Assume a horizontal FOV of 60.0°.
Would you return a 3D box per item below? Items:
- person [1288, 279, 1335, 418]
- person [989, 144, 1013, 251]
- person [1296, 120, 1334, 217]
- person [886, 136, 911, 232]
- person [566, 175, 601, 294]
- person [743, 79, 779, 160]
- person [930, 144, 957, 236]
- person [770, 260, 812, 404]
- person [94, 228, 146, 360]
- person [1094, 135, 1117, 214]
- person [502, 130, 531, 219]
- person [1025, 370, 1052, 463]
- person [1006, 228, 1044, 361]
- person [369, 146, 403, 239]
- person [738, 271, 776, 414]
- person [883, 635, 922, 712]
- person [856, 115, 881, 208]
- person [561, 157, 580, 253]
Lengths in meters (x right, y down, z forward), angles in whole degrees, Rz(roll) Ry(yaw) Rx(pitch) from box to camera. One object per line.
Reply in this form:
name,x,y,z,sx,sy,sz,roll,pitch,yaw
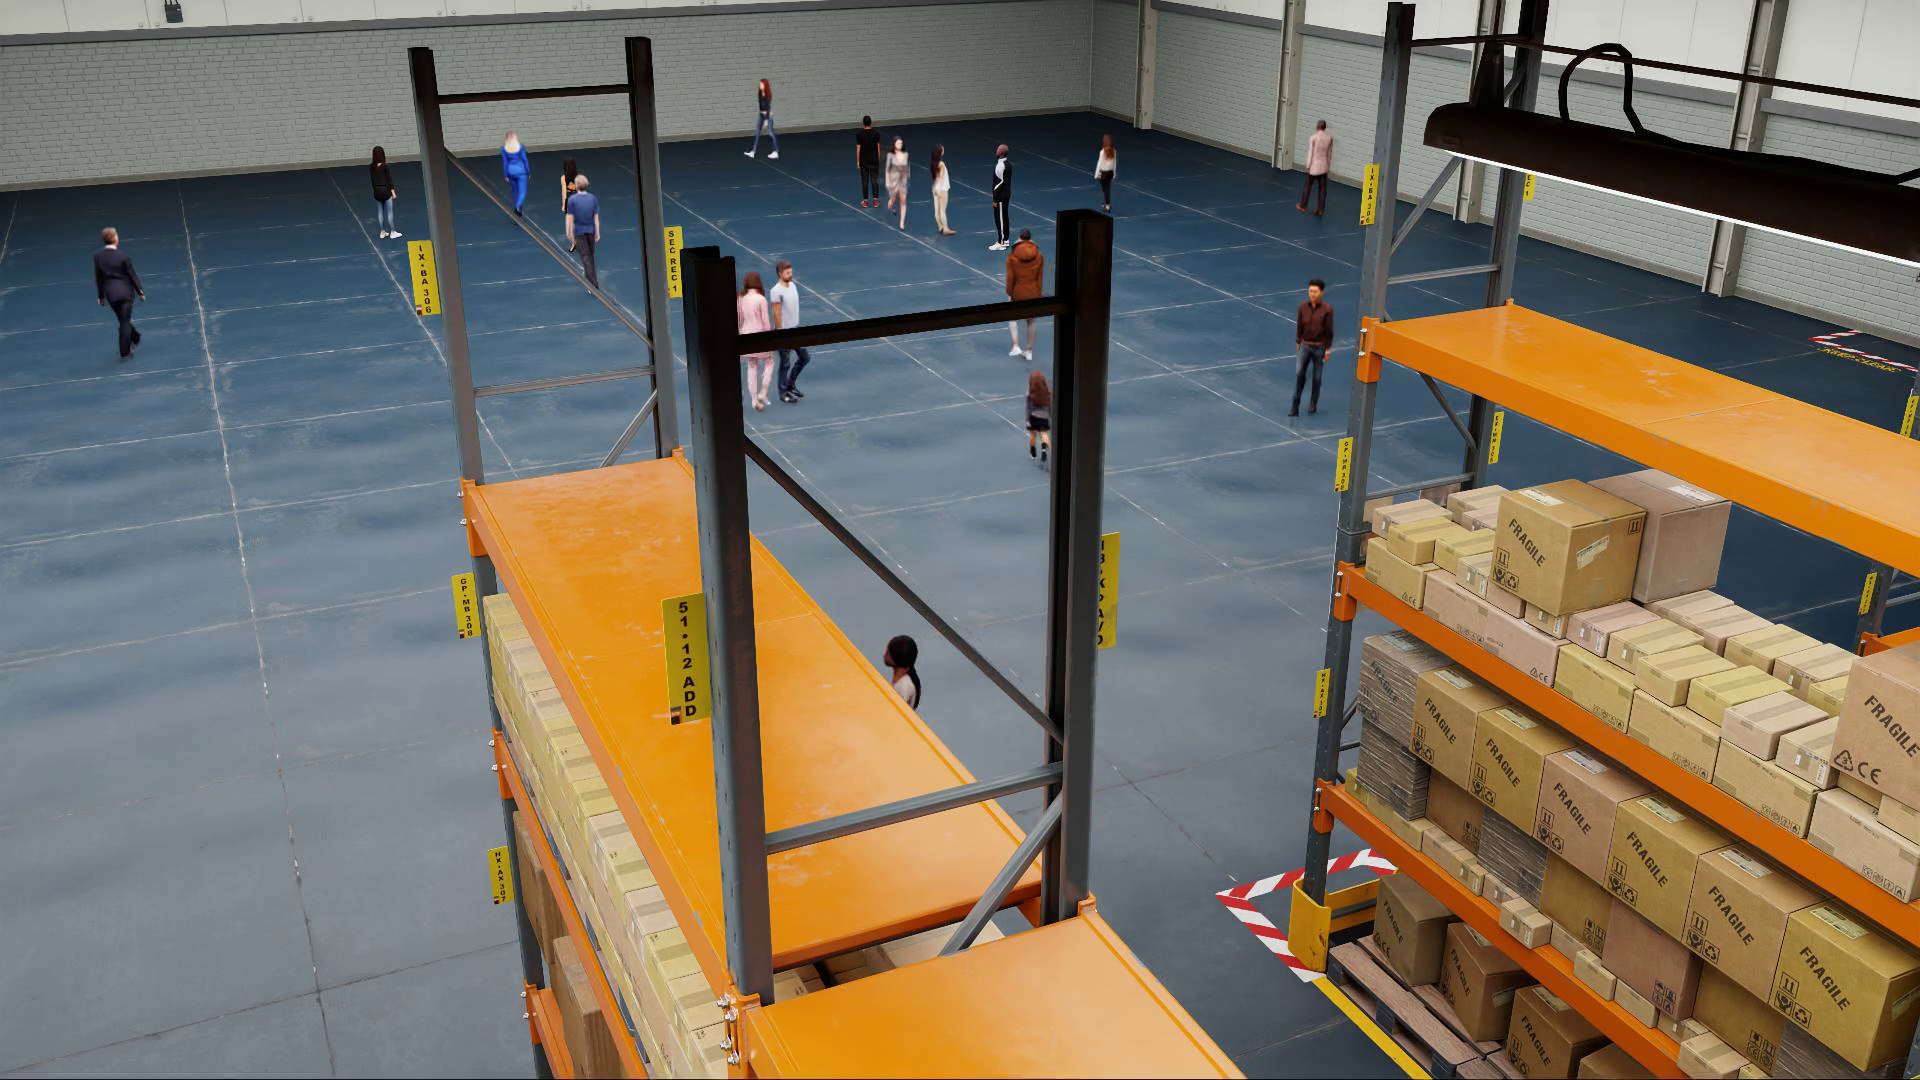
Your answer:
person,4.461,-2.411,20.841,1.031,1.750,1.058,10,25,22
person,0.748,-6.059,29.319,0.775,1.828,0.731,10,25,22
person,6.894,-7.095,31.815,0.836,1.781,1.021,-6,24,-14
person,-1.161,-6.611,30.765,0.731,1.712,1.055,-8,24,-19
person,-5.917,-4.802,26.373,0.771,1.822,1.193,-14,27,-30
person,-4.281,-9.437,37.358,0.916,1.754,1.139,-20,30,-39
person,-0.366,-6.388,30.319,0.606,1.650,0.614,1,23,3
person,-2.291,-2.674,21.326,0.815,1.854,0.775,12,26,25
person,-11.728,-3.399,23.133,1.035,1.774,1.239,0,23,0
person,2.882,-7.065,32.137,0.620,1.474,0.645,-18,29,-37
person,-8.372,-6.849,31.370,0.942,1.677,1.122,1,23,4
person,0.926,-1.427,19.368,0.571,1.092,0.737,-5,23,-11
person,0.926,-3.366,22.990,0.775,1.824,0.767,-5,23,-11
person,-10.456,-6.309,30.138,0.654,1.647,0.690,5,24,12
person,-2.613,-2.462,20.915,0.767,1.785,0.833,9,25,21
person,-0.308,1.496,11.719,0.963,1.699,1.183,-1,23,-2
person,-1.785,-7.430,32.640,0.684,1.751,0.661,-3,23,-6
person,-6.769,-5.877,29.118,0.583,1.650,0.611,21,31,40
